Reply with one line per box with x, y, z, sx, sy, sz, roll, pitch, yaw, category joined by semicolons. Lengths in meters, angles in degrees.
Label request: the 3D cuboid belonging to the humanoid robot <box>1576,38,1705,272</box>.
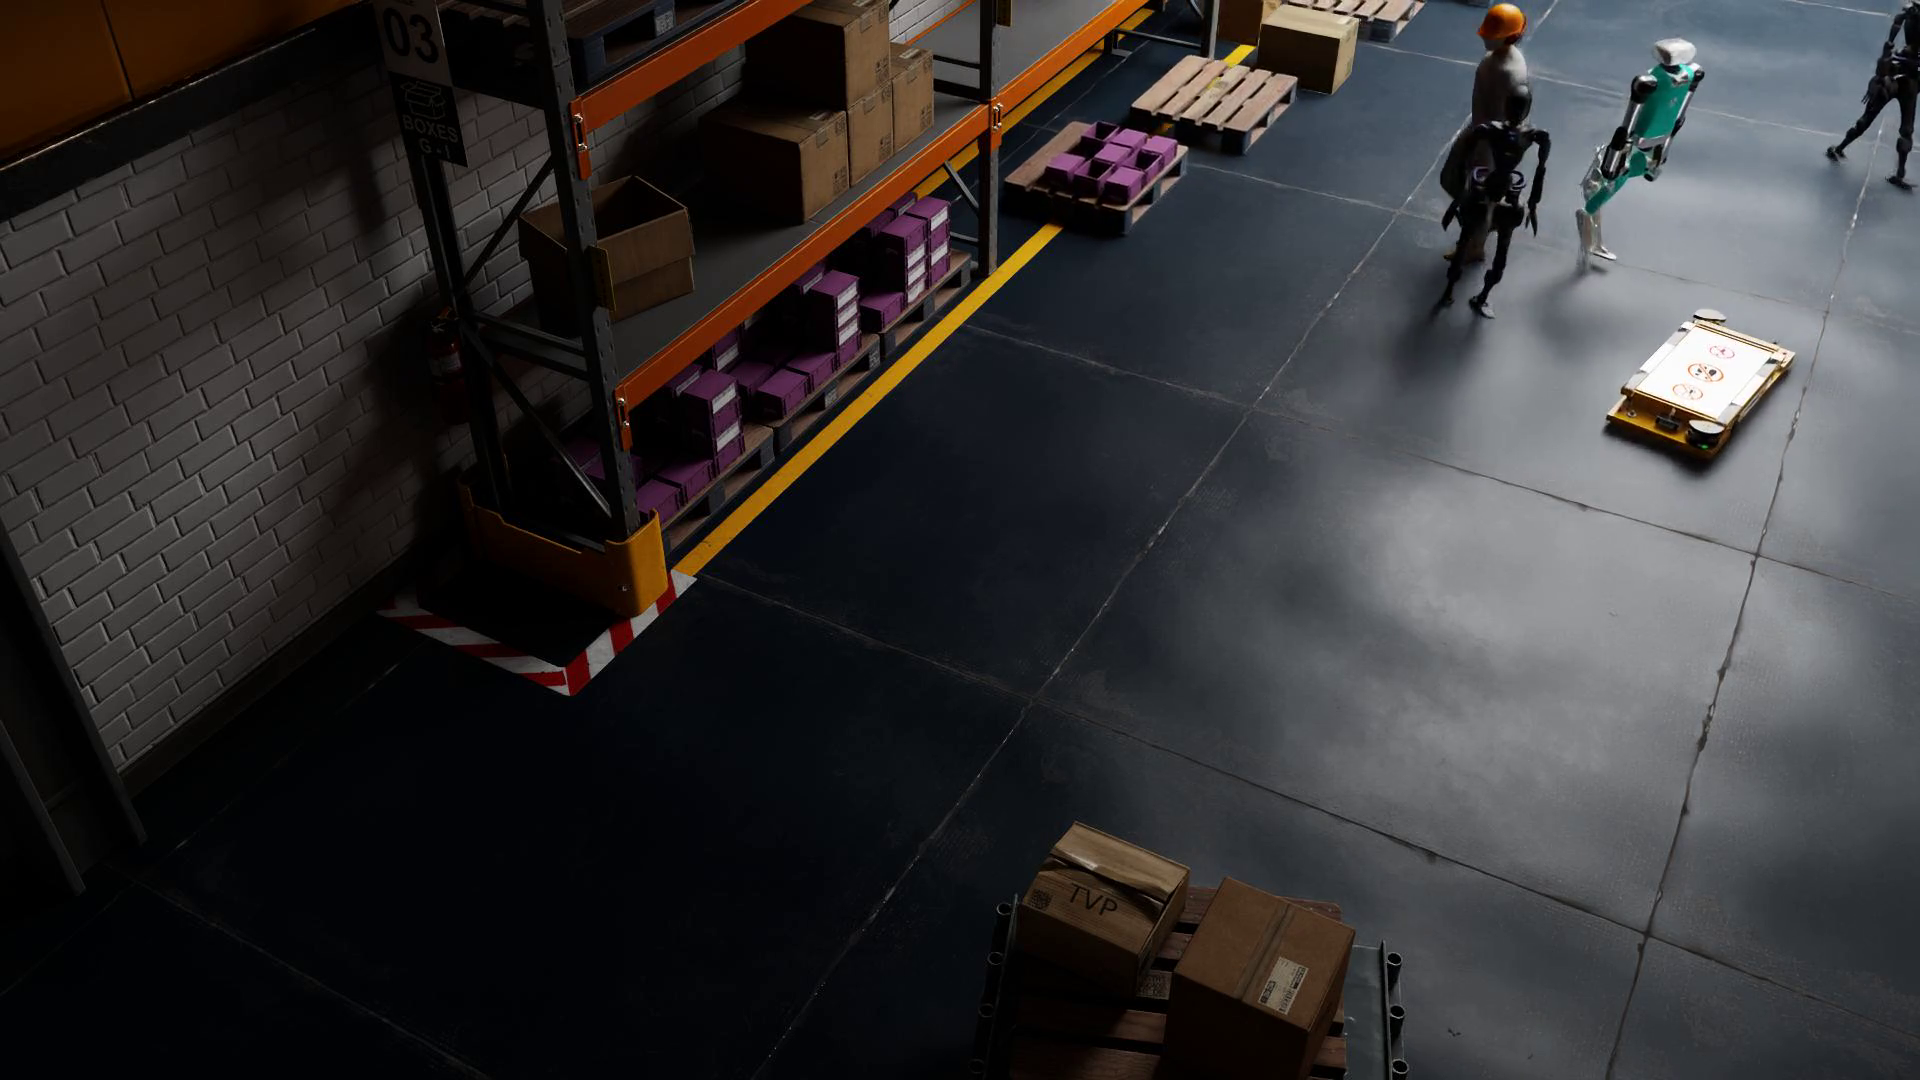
4.467;-2.589;11.353;0.549;1.874;0.773;-16;41;-19;humanoid robot

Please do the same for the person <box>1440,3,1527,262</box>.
3.587;-2.762;11.393;0.427;1.865;0.609;-3;39;-4;person

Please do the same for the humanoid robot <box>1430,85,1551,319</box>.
3.485;-2.200;10.846;0.609;1.645;0.335;5;39;7;humanoid robot

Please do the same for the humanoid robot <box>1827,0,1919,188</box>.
7.100;-3.505;12.512;0.590;1.635;0.760;-11;40;-13;humanoid robot

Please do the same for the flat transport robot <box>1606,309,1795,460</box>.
4.687;-0.999;10.469;0.659;0.231;1.431;28;46;30;flat transport robot
